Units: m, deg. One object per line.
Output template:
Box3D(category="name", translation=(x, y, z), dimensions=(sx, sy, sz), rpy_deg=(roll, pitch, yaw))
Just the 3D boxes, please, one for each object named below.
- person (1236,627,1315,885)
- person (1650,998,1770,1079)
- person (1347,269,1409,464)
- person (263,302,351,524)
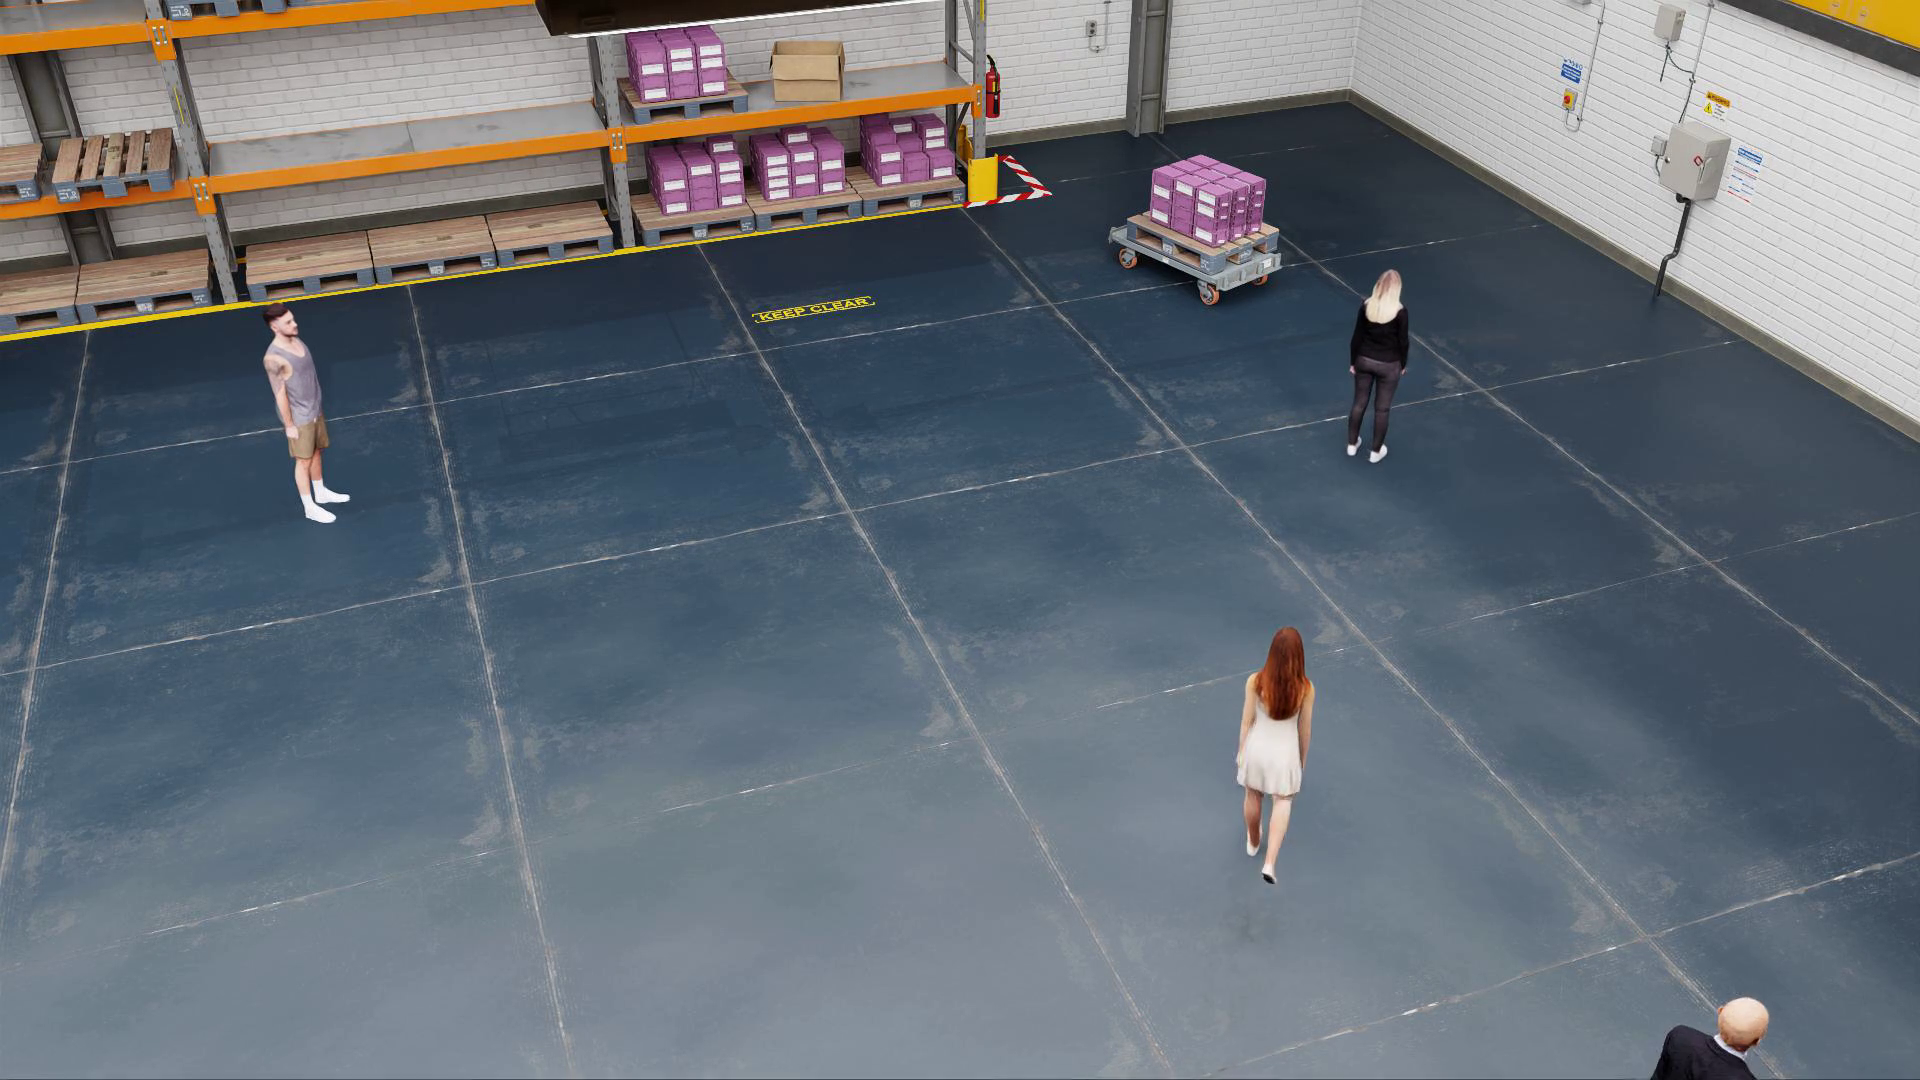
Box3D(category="person", translation=(1.787, 1.285, 9.597), dimensions=(0.941, 1.695, 0.914), rpy_deg=(7, 34, 11))
Box3D(category="person", translation=(3.157, 2.719, 7.357), dimensions=(0.736, 1.787, 0.774), rpy_deg=(-23, 40, -31))
Box3D(category="person", translation=(3.426, -1.427, 13.686), dimensions=(0.695, 1.686, 0.728), rpy_deg=(20, 38, 27))
Box3D(category="person", translation=(-5.142, -1.017, 12.976), dimensions=(0.699, 1.843, 0.708), rpy_deg=(2, 34, 3))
